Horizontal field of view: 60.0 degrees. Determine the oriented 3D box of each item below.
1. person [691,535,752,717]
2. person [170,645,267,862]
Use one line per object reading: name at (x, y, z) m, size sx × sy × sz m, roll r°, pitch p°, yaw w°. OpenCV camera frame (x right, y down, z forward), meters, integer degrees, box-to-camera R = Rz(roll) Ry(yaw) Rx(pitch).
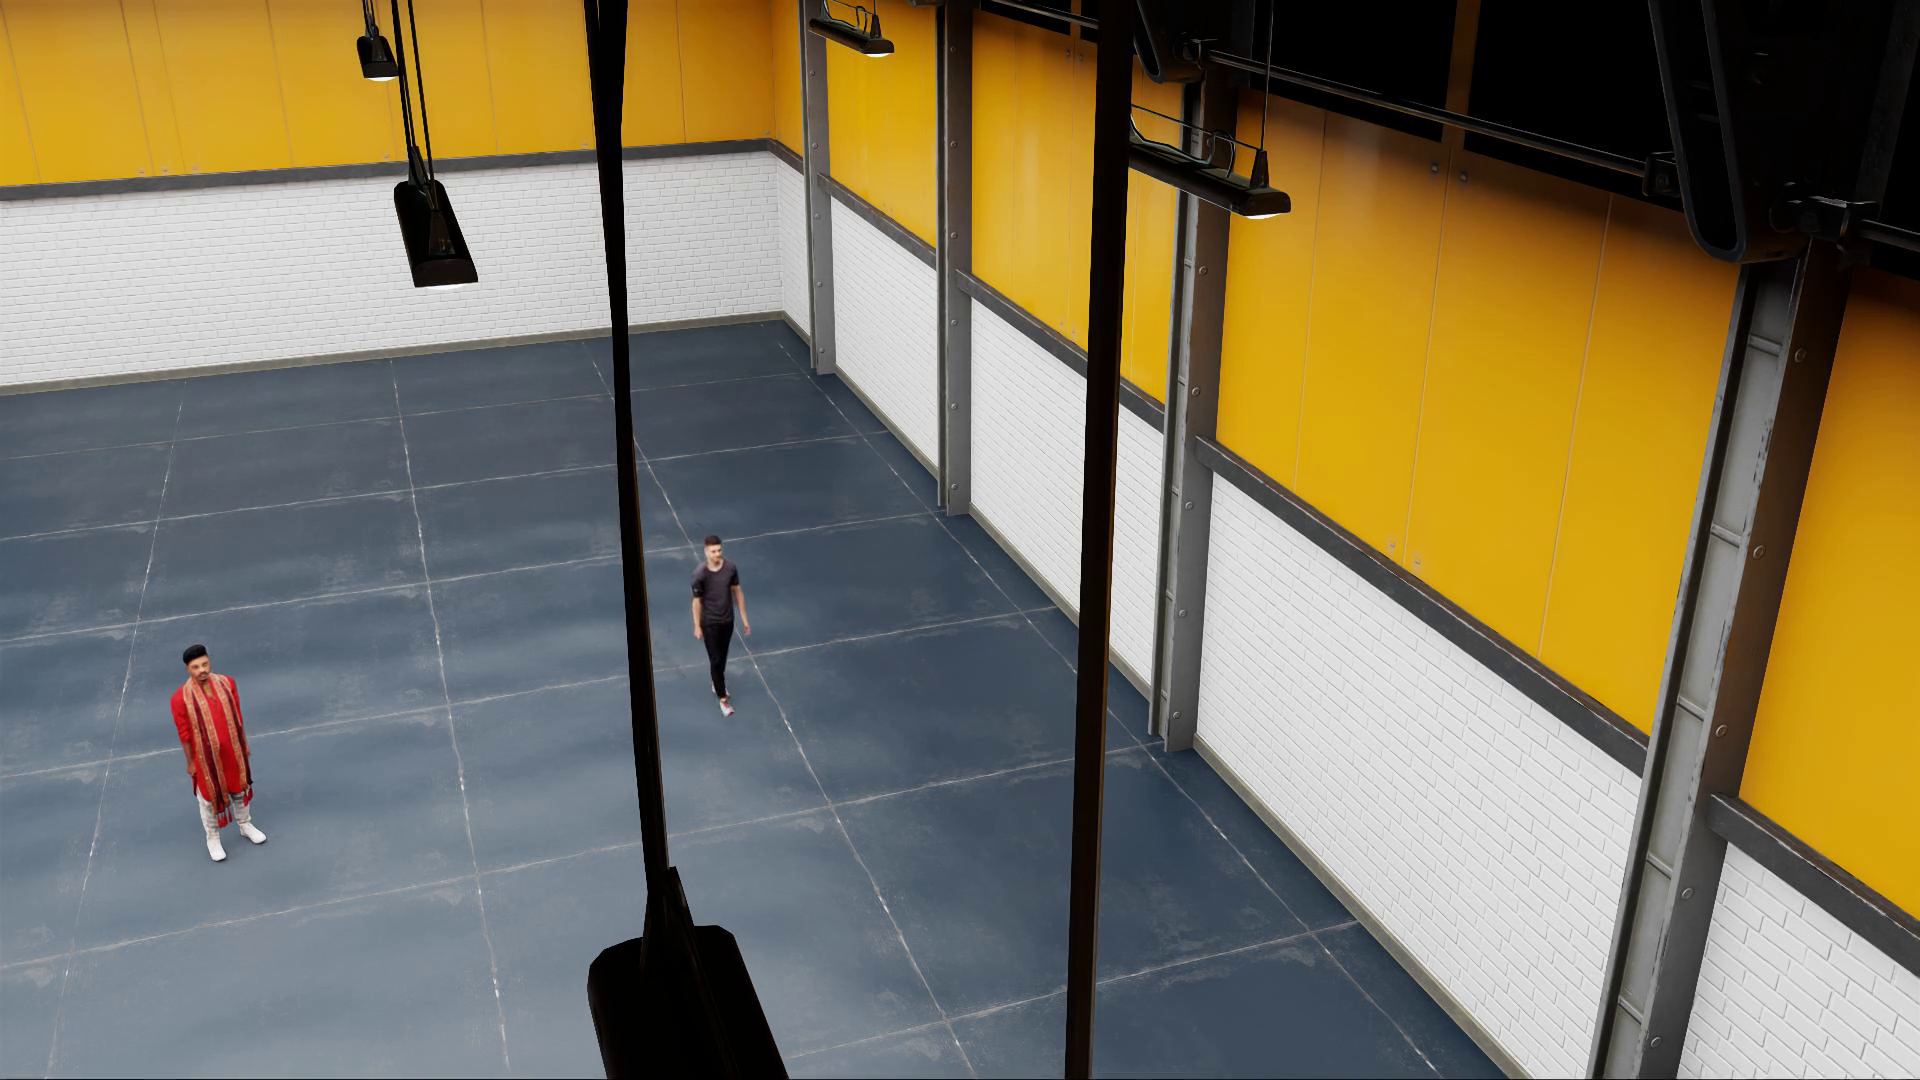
person at (-2.355, 0.743, 15.957) m, size 0.796 × 1.742 × 0.990 m, roll -17°, pitch 29°, yaw -34°
person at (-6.105, 1.694, 13.606) m, size 0.761 × 1.883 × 0.773 m, roll 21°, pitch 31°, yaw 39°
